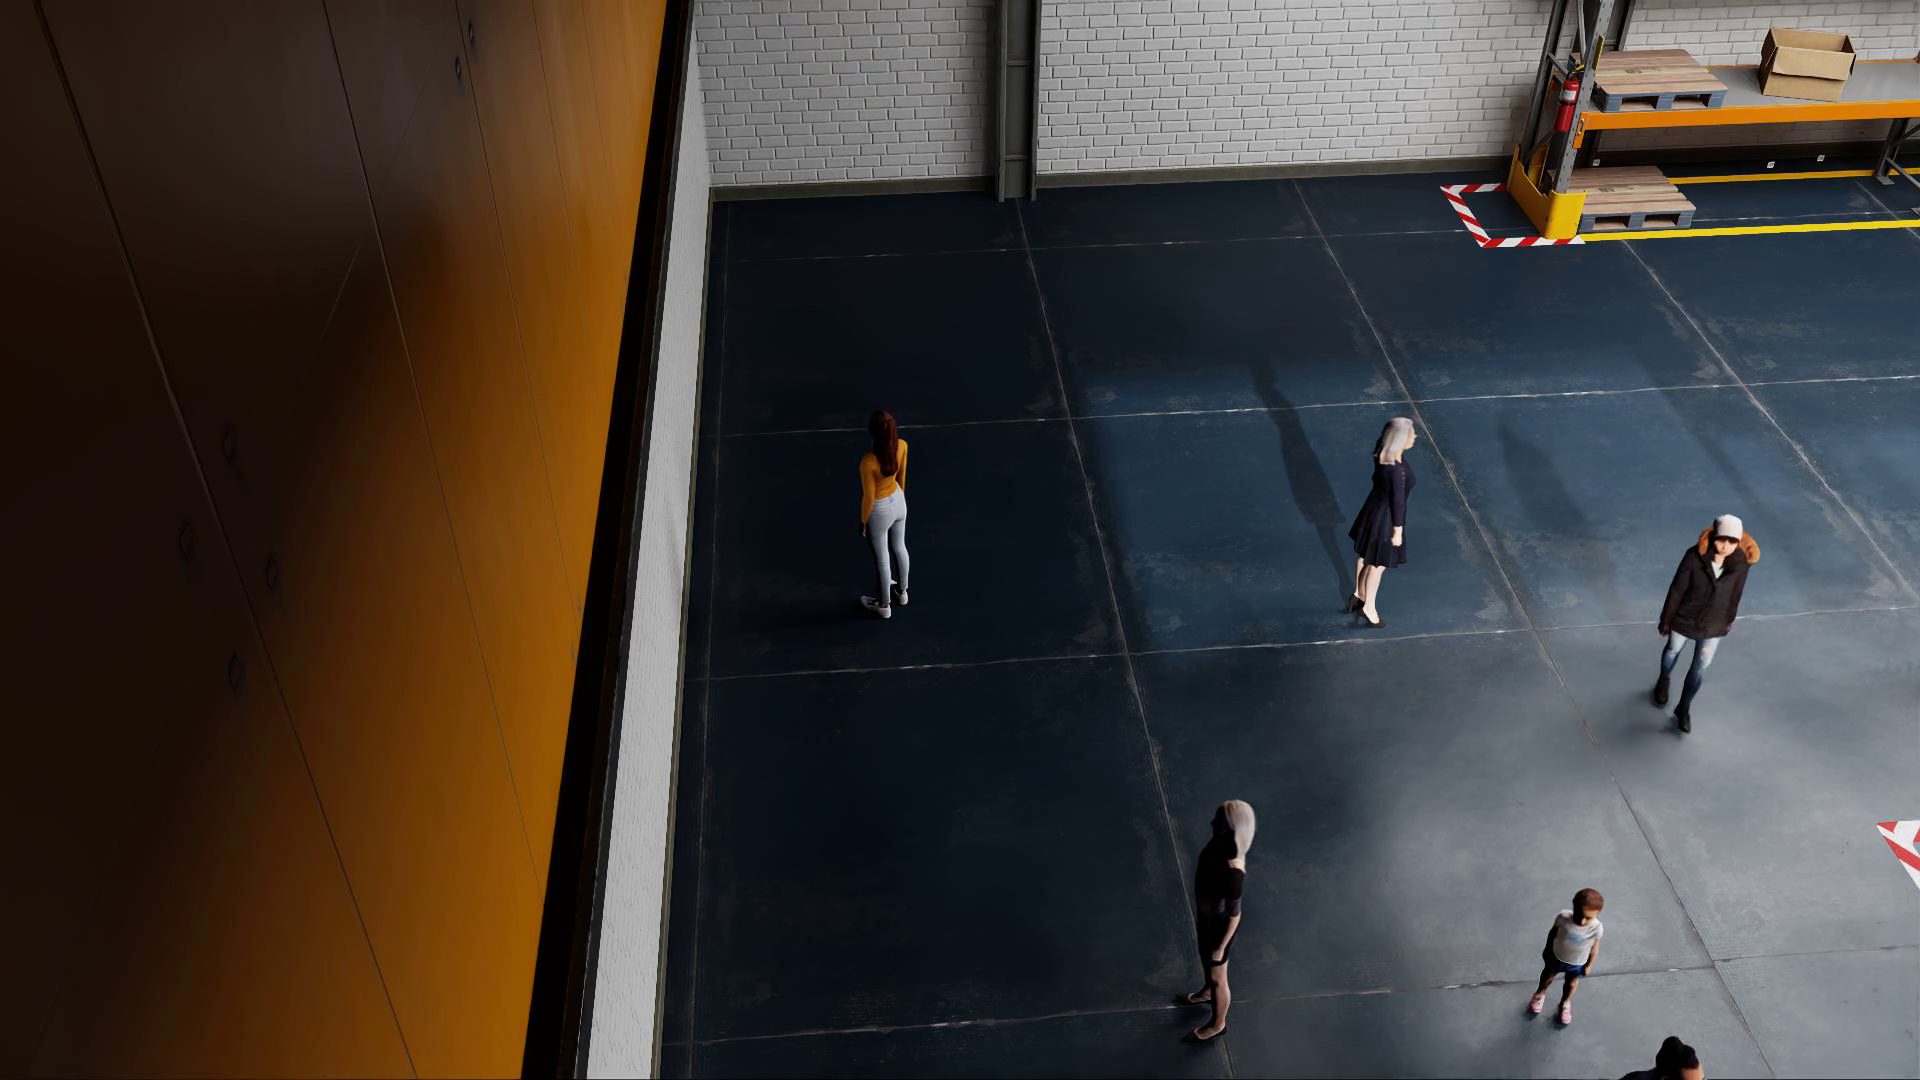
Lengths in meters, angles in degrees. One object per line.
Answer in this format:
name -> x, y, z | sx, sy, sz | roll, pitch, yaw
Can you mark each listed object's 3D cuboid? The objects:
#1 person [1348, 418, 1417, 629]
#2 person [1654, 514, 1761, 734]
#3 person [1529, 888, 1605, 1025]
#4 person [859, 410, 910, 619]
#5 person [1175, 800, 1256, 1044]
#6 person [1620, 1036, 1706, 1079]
person -> 2.995, -0.135, 11.743 | 0.565, 1.747, 0.597 | -5, 39, -6
person -> 4.931, 0.450, 11.113 | 0.810, 1.618, 0.838 | 10, 40, 12
person -> 3.411, 2.295, 9.284 | 0.454, 1.019, 0.534 | 18, 42, 21
person -> -0.528, -0.196, 11.815 | 0.746, 1.751, 0.678 | 31, 48, 33
person -> 1.384, 2.047, 8.945 | 0.523, 1.829, 0.608 | 0, 39, 1
person -> 3.129, 2.887, 7.894 | 1.151, 1.828, 1.052 | -17, 42, -20
